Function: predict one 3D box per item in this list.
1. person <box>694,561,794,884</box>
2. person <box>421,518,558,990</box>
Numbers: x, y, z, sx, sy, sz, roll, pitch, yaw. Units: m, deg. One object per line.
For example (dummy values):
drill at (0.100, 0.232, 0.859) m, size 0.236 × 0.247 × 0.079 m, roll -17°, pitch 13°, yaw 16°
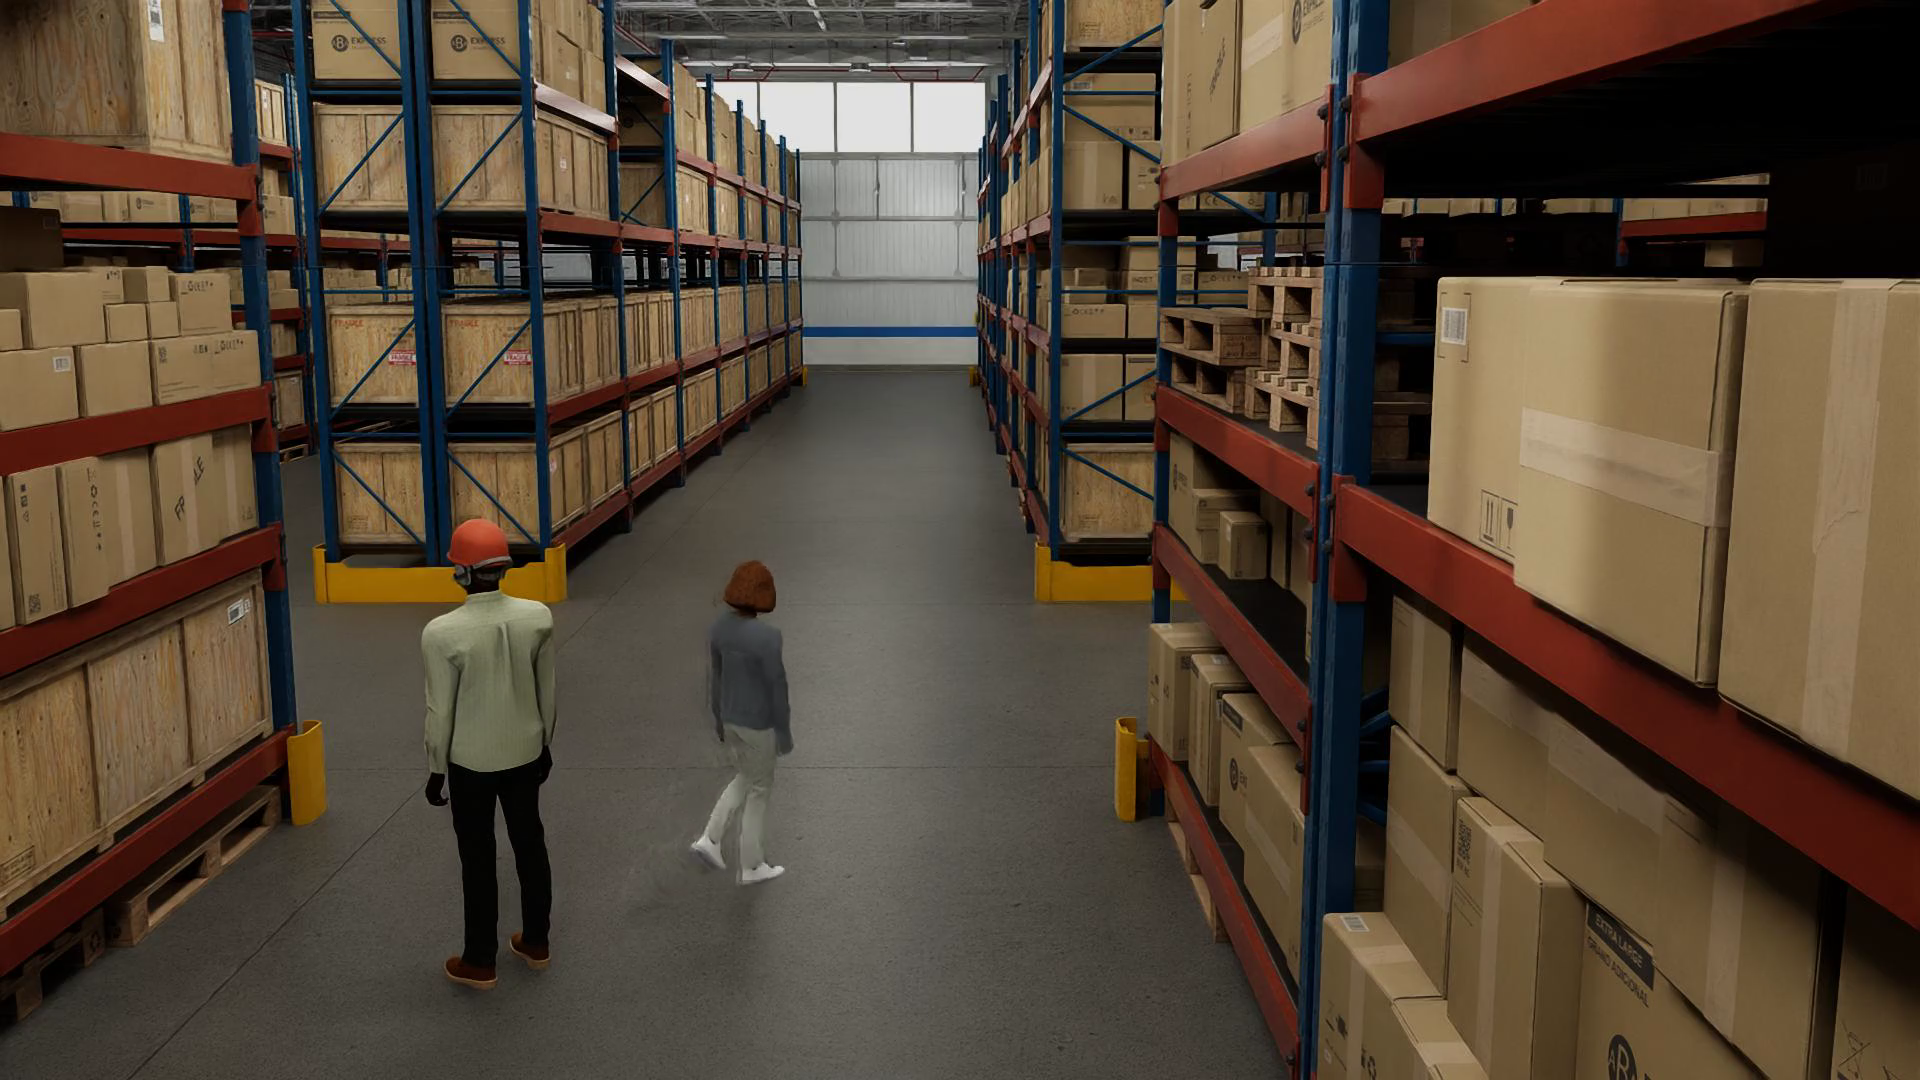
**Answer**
person at (-1.042, 0.907, 8.165) m, size 0.395 × 1.623 × 0.500 m, roll -9°, pitch 13°, yaw -44°
person at (-1.988, 0.898, 7.055) m, size 0.375 × 1.997 × 0.612 m, roll 8°, pitch 13°, yaw 42°
